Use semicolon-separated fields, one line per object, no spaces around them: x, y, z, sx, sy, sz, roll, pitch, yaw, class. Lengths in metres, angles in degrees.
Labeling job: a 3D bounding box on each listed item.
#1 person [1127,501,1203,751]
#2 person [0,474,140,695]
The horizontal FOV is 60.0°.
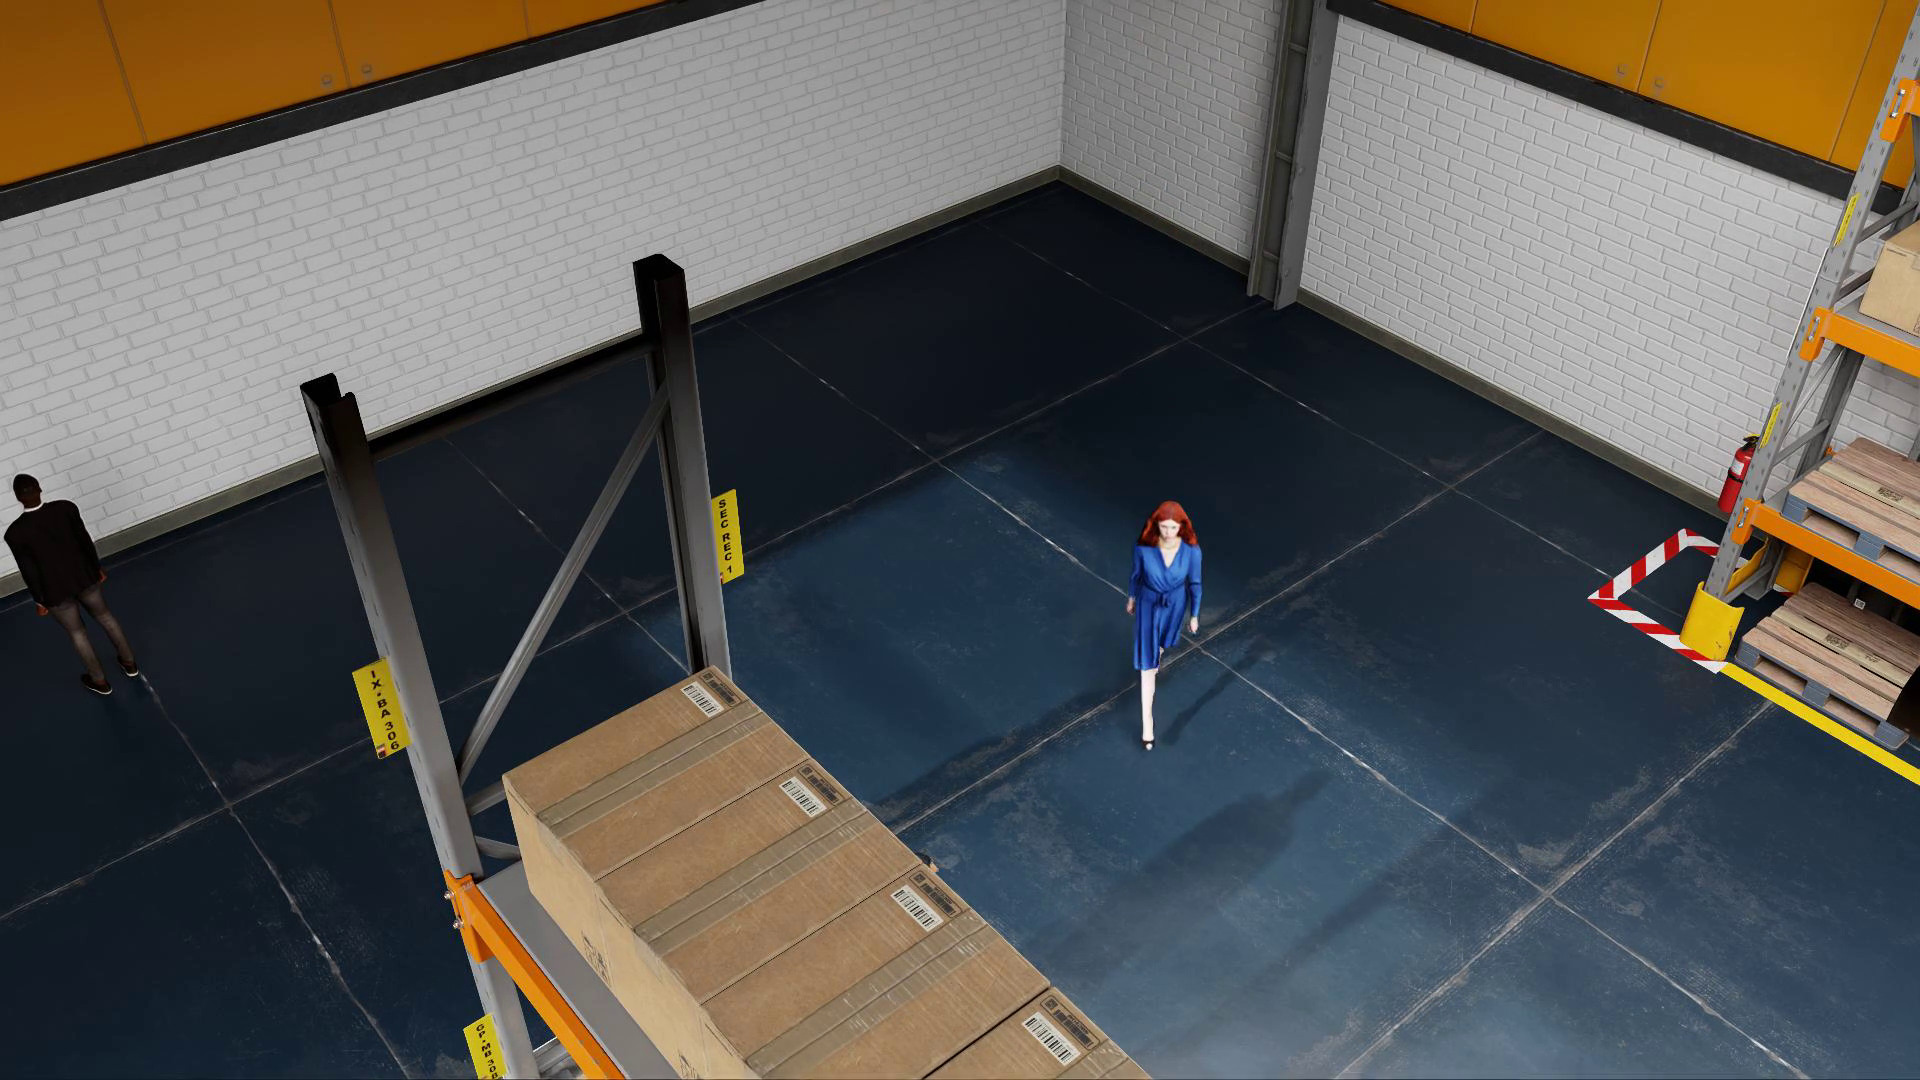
1.357;0.435;11.117;1.113;1.774;1.174;3;39;4;person
-6.038;0.293;11.275;0.638;1.799;0.701;25;45;28;person
